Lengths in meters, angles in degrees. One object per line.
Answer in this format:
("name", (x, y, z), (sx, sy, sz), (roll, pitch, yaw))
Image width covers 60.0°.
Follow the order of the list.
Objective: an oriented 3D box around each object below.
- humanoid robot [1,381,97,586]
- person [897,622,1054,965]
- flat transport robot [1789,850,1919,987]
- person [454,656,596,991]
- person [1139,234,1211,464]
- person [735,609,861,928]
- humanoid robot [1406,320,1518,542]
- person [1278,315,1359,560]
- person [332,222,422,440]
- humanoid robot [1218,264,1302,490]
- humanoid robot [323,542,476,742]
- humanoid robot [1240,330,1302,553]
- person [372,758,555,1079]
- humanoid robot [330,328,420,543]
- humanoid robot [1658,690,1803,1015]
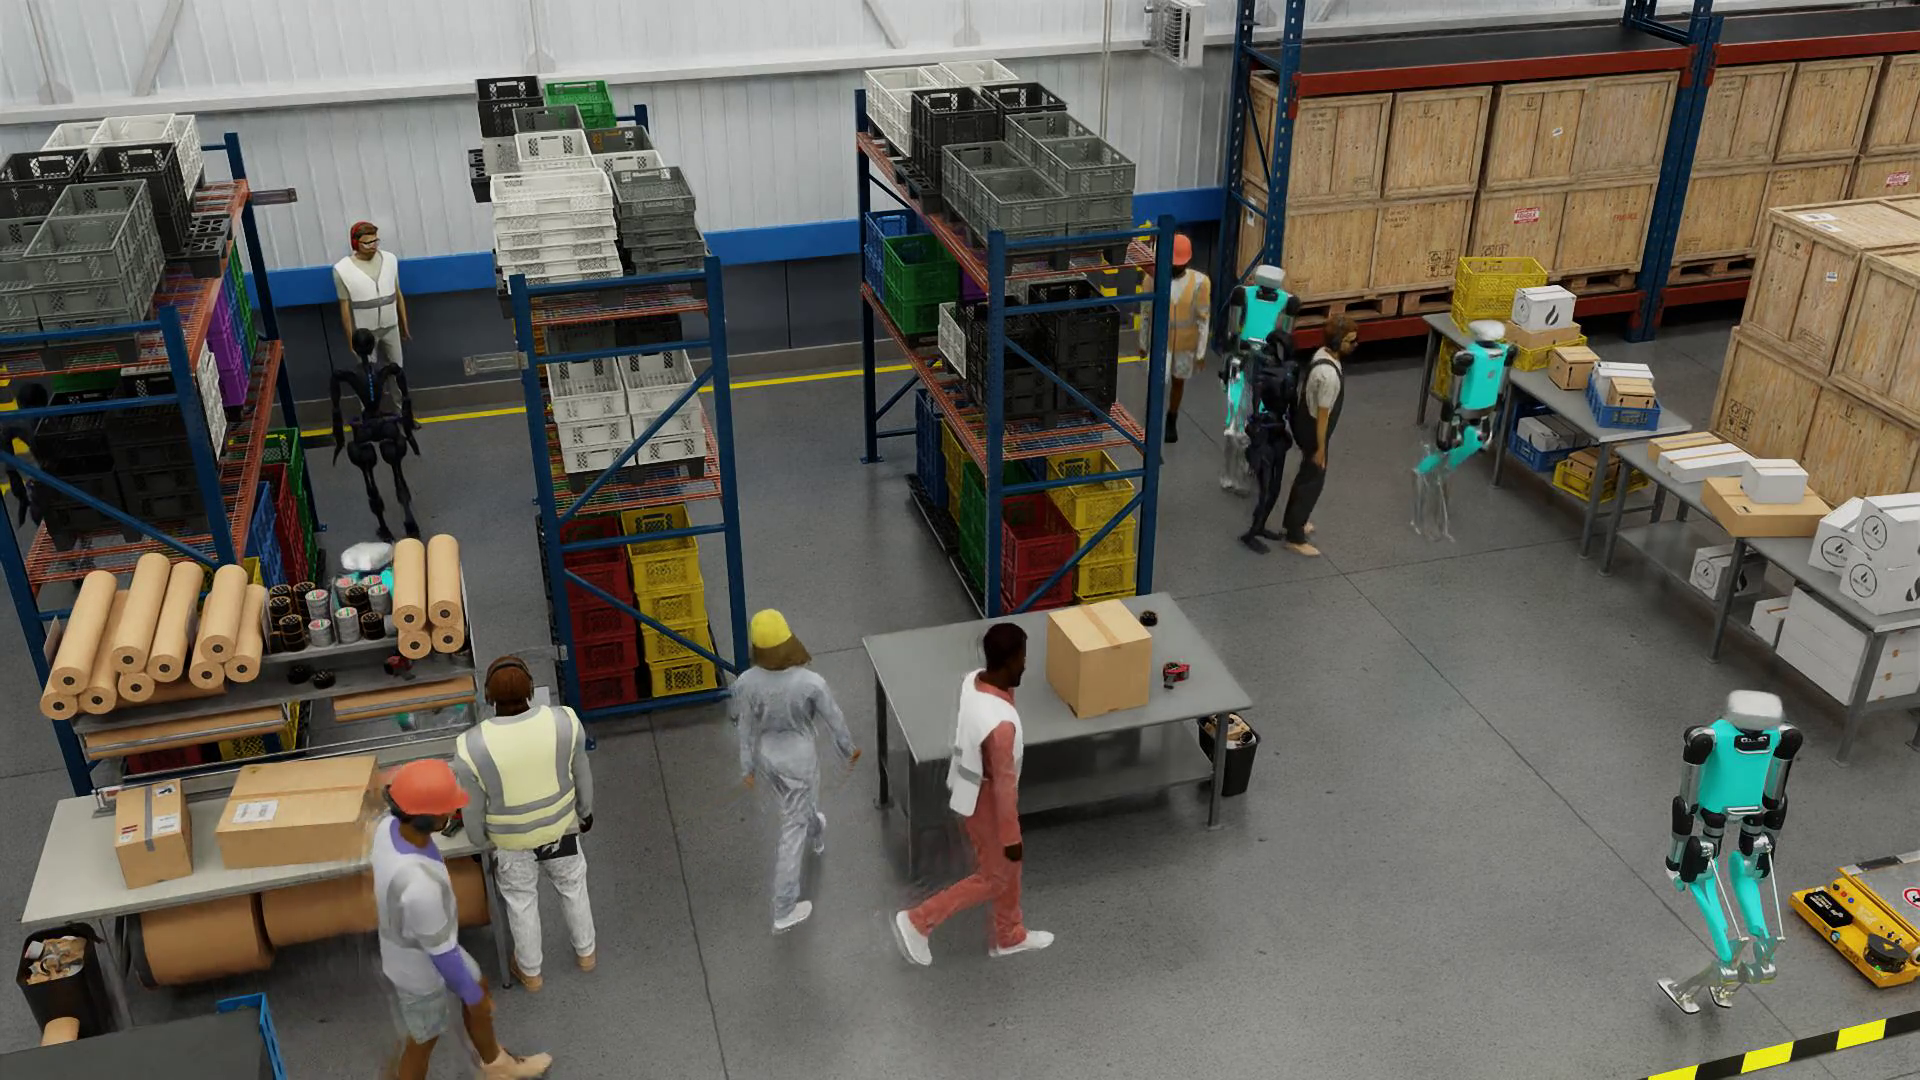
("humanoid robot", (-6.104, -0.317, 11.308), (0.611, 1.625, 0.761), (-9, 30, -16))
("person", (0.082, 1.287, 8.149), (0.737, 1.874, 0.676), (-3, 29, -6))
("flat transport robot", (5.163, 1.916, 8.676), (1.431, 0.231, 0.659), (-8, 30, -14))
("person", (-2.078, 1.367, 8.041), (0.632, 1.841, 0.429), (-15, 32, -25))
("person", (1.704, -1.542, 13.296), (0.547, 1.879, 0.979), (2, 29, 3))
("person", (-0.861, 1.125, 8.635), (0.545, 1.676, 0.910), (9, 30, 15))
("humanoid robot", (3.558, -0.816, 12.177), (0.548, 1.828, 0.751), (-13, 31, -22))
("person", (2.567, -0.745, 11.907), (0.382, 1.839, 0.528), (2, 29, 5))
("person", (-4.814, -1.739, 13.701), (0.384, 1.836, 0.565), (24, 37, 37))
("humanoid robot", (2.214, -1.150, 12.764), (0.577, 1.777, 0.926), (10, 30, 17))
("humanoid robot", (-3.075, 0.739, 9.298), (0.571, 1.777, 0.850), (3, 29, 6))
("humanoid robot", (2.266, -0.731, 12.026), (0.336, 1.655, 0.584), (24, 37, 37))
("person", (-2.170, 1.761, 7.155), (0.867, 2.000, 0.637), (-12, 31, -20))
("humanoid robot", (-4.238, -0.728, 12.026), (0.608, 1.650, 0.360), (-16, 33, -27))
("humanoid robot", (3.606, 1.547, 7.683), (0.533, 1.676, 0.735), (-2, 29, -4))
